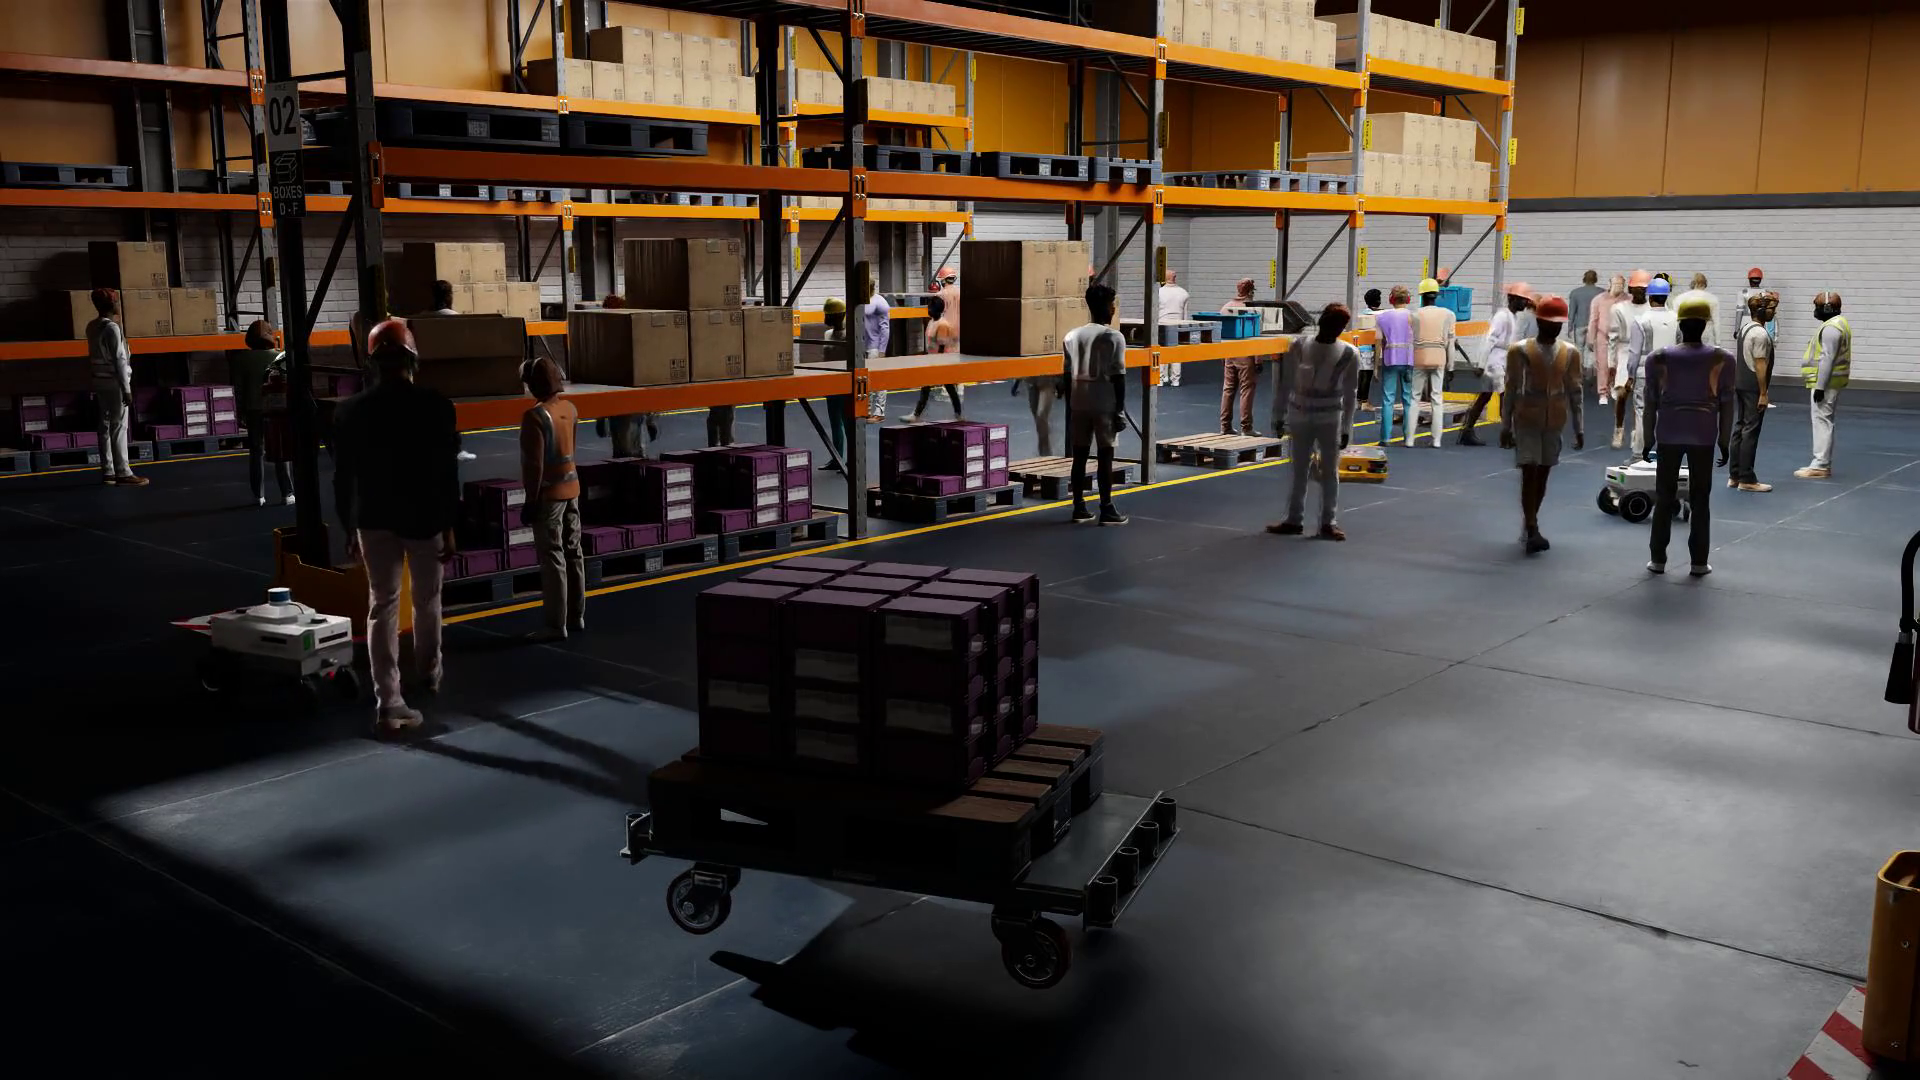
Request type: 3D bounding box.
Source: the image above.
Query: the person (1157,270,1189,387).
[{"bbox_3d":[3.391,-3.434,27.082,0.646,1.897,0.398,-3,10,-17],"label":"person"}]

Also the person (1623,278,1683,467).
[{"bbox_3d":[7.104,-1.695,17.021,0.605,1.948,0.384,-2,10,-9],"label":"person"}]

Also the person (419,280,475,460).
[{"bbox_3d":[-5.498,-1.798,17.695,0.596,1.916,0.374,5,11,25],"label":"person"}]

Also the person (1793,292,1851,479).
[{"bbox_3d":[8.507,-1.519,16.374,0.429,1.830,0.632,6,12,30],"label":"person"}]

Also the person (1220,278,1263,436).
[{"bbox_3d":[3.410,-2.191,20.008,0.395,1.899,0.640,-8,13,-39],"label":"person"}]

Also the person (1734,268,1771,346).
[{"bbox_3d":[12.919,-3.467,27.146,0.551,1.933,0.373,1,10,8],"label":"person"}]

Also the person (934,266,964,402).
[{"bbox_3d":[-0.172,-3.039,24.539,0.618,1.993,0.396,-9,14,-43],"label":"person"}]

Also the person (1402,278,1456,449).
[{"bbox_3d":[5.275,-1.988,18.783,0.600,1.920,0.398,1,10,4],"label":"person"}]

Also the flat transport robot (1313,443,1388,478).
[{"bbox_3d":[3.913,-0.804,16.719,0.652,0.197,1.431,2,10,10],"label":"flat transport robot"}]

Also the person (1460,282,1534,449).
[{"bbox_3d":[6.130,-1.966,18.809,0.916,1.861,0.580,5,11,24],"label":"person"}]

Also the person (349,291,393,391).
[{"bbox_3d":[-6.405,-1.876,18.379,0.620,1.838,0.430,5,11,26],"label":"person"}]

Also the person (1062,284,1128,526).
[{"bbox_3d":[1.107,-1.095,13.560,0.607,1.963,0.374,9,13,41],"label":"person"}]

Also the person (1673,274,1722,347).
[{"bbox_3d":[10.626,-2.888,24.008,0.662,1.875,0.983,7,12,36],"label":"person"}]

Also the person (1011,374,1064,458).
[{"bbox_3d":[0.794,-1.590,17.381,0.536,1.617,0.667,8,13,38],"label":"person"}]

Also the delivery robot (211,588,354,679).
[{"bbox_3d":[-3.391,0.482,8.324,0.707,0.478,0.477,5,11,25],"label":"delivery robot"}]

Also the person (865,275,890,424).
[{"bbox_3d":[-1.160,-2.463,21.440,0.374,1.933,0.627,-9,13,-41],"label":"person"}]

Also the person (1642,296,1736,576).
[{"bbox_3d":[5.015,-0.713,11.489,0.587,1.928,0.362,5,11,25],"label":"person"}]

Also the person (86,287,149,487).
[{"bbox_3d":[-8.035,-1.446,15.785,0.575,1.885,0.355,8,13,39],"label":"person"}]

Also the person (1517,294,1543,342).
[{"bbox_3d":[8.017,-2.660,23.491,0.307,1.612,0.598,9,13,42],"label":"person"}]

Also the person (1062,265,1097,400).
[{"bbox_3d":[1.877,-3.079,24.716,0.527,2.039,0.615,1,10,6],"label":"person"}]

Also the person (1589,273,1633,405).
[{"bbox_3d":[9.404,-2.895,24.003,0.642,1.897,0.507,3,10,14],"label":"person"}]

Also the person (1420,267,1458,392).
[{"bbox_3d":[6.973,-2.970,24.198,0.617,2.003,0.425,-1,10,-6],"label":"person"}]

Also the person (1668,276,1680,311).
[{"bbox_3d":[11.425,-3.400,27.086,0.619,1.818,0.498,-2,10,-12],"label":"person"}]

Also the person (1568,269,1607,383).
[{"bbox_3d":[10.438,-3.539,27.654,0.636,1.917,0.826,4,11,20],"label":"person"}]

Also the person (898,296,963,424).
[{"bbox_3d":[-0.328,-2.221,20.809,0.871,1.648,0.543,-4,11,-24],"label":"person"}]

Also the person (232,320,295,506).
[{"bbox_3d":[-6.086,-1.111,14.590,0.498,1.633,0.286,-1,10,-7],"label":"person"}]

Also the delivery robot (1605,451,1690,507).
[{"bbox_3d":[5.787,-0.496,13.892,0.707,0.478,0.477,-1,10,-3],"label":"delivery robot"}]

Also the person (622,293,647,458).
[{"bbox_3d":[-3.326,-1.608,16.866,0.599,1.827,0.403,8,13,40],"label":"person"}]

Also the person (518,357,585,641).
[{"bbox_3d":[-2.356,-0.235,9.589,0.311,1.639,0.513,3,10,16],"label":"person"}]

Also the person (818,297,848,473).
[{"bbox_3d":[-1.234,-1.551,16.723,0.321,1.765,0.533,-8,13,-37],"label":"person"}]

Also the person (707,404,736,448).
[{"bbox_3d":[-2.409,-1.624,16.980,0.403,1.822,0.588,-7,12,-35],"label":"person"}]

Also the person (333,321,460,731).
[{"bbox_3d":[-2.713,-0.087,8.012,0.622,1.903,1.113,-1,10,-8],"label":"person"}]

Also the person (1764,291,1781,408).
[{"bbox_3d":[11.449,-2.700,23.607,0.307,1.645,0.520,2,10,11],"label":"person"}]

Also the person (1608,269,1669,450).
[{"bbox_3d":[7.515,-1.978,18.445,0.632,2.021,0.659,3,11,19],"label":"person"}]

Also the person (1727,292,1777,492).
[{"bbox_3d":[7.388,-1.370,15.467,0.345,1.846,0.508,1,10,6],"label":"person"}]

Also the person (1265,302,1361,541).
[{"bbox_3d":[2.710,-0.912,12.896,0.737,1.856,0.347,6,12,30],"label":"person"}]

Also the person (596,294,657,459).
[{"bbox_3d":[-2.645,-1.029,13.395,0.556,1.905,0.944,8,13,38],"label":"person"}]

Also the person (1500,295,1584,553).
[{"bbox_3d":[4.367,-0.861,12.393,0.568,1.899,0.814,0,10,-1],"label":"person"}]

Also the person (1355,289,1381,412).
[{"bbox_3d":[5.664,-2.624,23.017,0.317,1.698,0.540,0,10,-3],"label":"person"}]

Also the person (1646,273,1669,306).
[{"bbox_3d":[10.876,-3.218,25.914,0.328,1.872,0.513,-3,10,-15],"label":"person"}]

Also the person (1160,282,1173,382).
[{"bbox_3d":[3.468,-3.604,28.114,0.321,1.871,0.532,8,13,38],"label":"person"}]

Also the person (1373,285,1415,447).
[{"bbox_3d":[4.961,-1.955,18.827,0.563,1.841,0.398,1,10,5],"label":"person"}]
